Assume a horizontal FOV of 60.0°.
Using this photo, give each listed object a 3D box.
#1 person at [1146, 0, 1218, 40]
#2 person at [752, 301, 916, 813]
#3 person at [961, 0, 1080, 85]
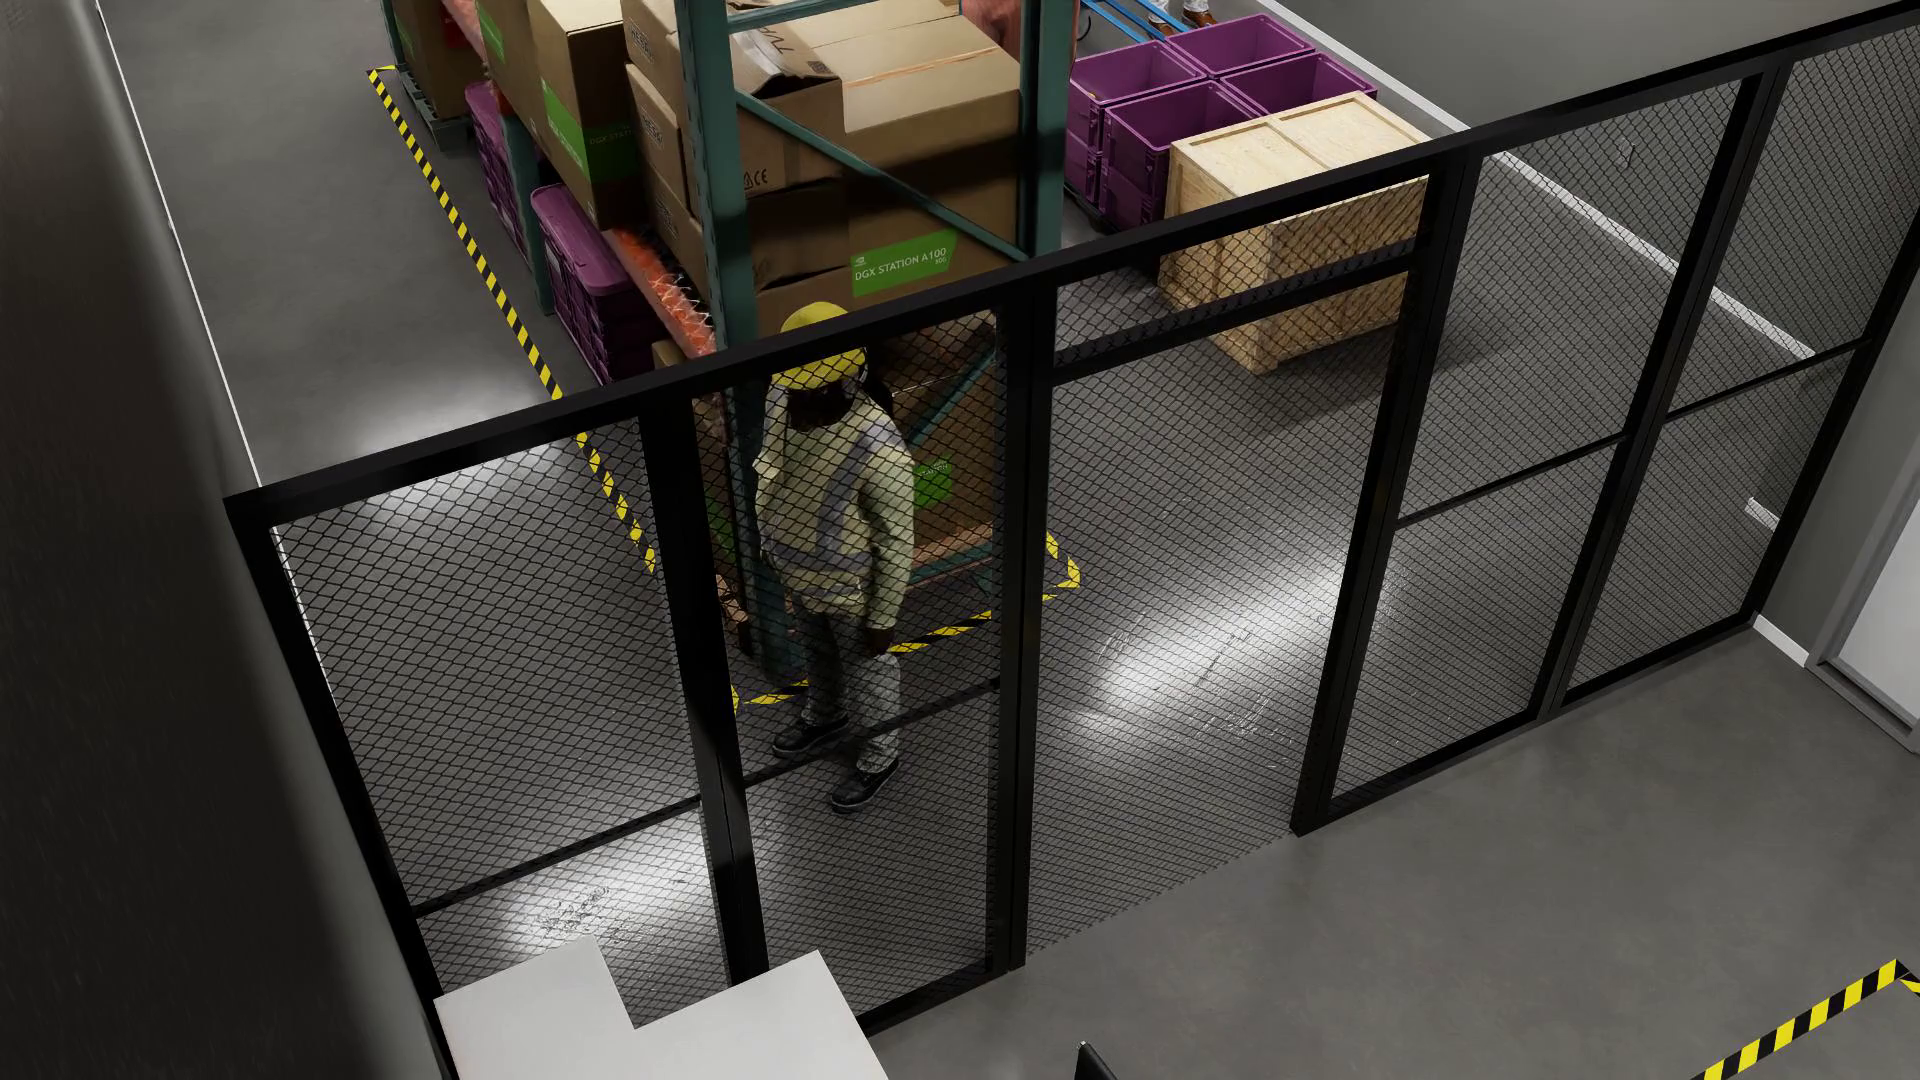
[{"bbox_3d":[1.286,-3.621,8.906,0.635,1.937,0.353,-22,47,-22],"label":"person"},{"bbox_3d":[-0.385,0.072,4.941,0.404,1.837,0.595,-30,50,-29],"label":"person"},{"bbox_3d":[0.229,-1.808,6.883,0.612,1.995,0.376,-32,51,-30],"label":"person"}]
